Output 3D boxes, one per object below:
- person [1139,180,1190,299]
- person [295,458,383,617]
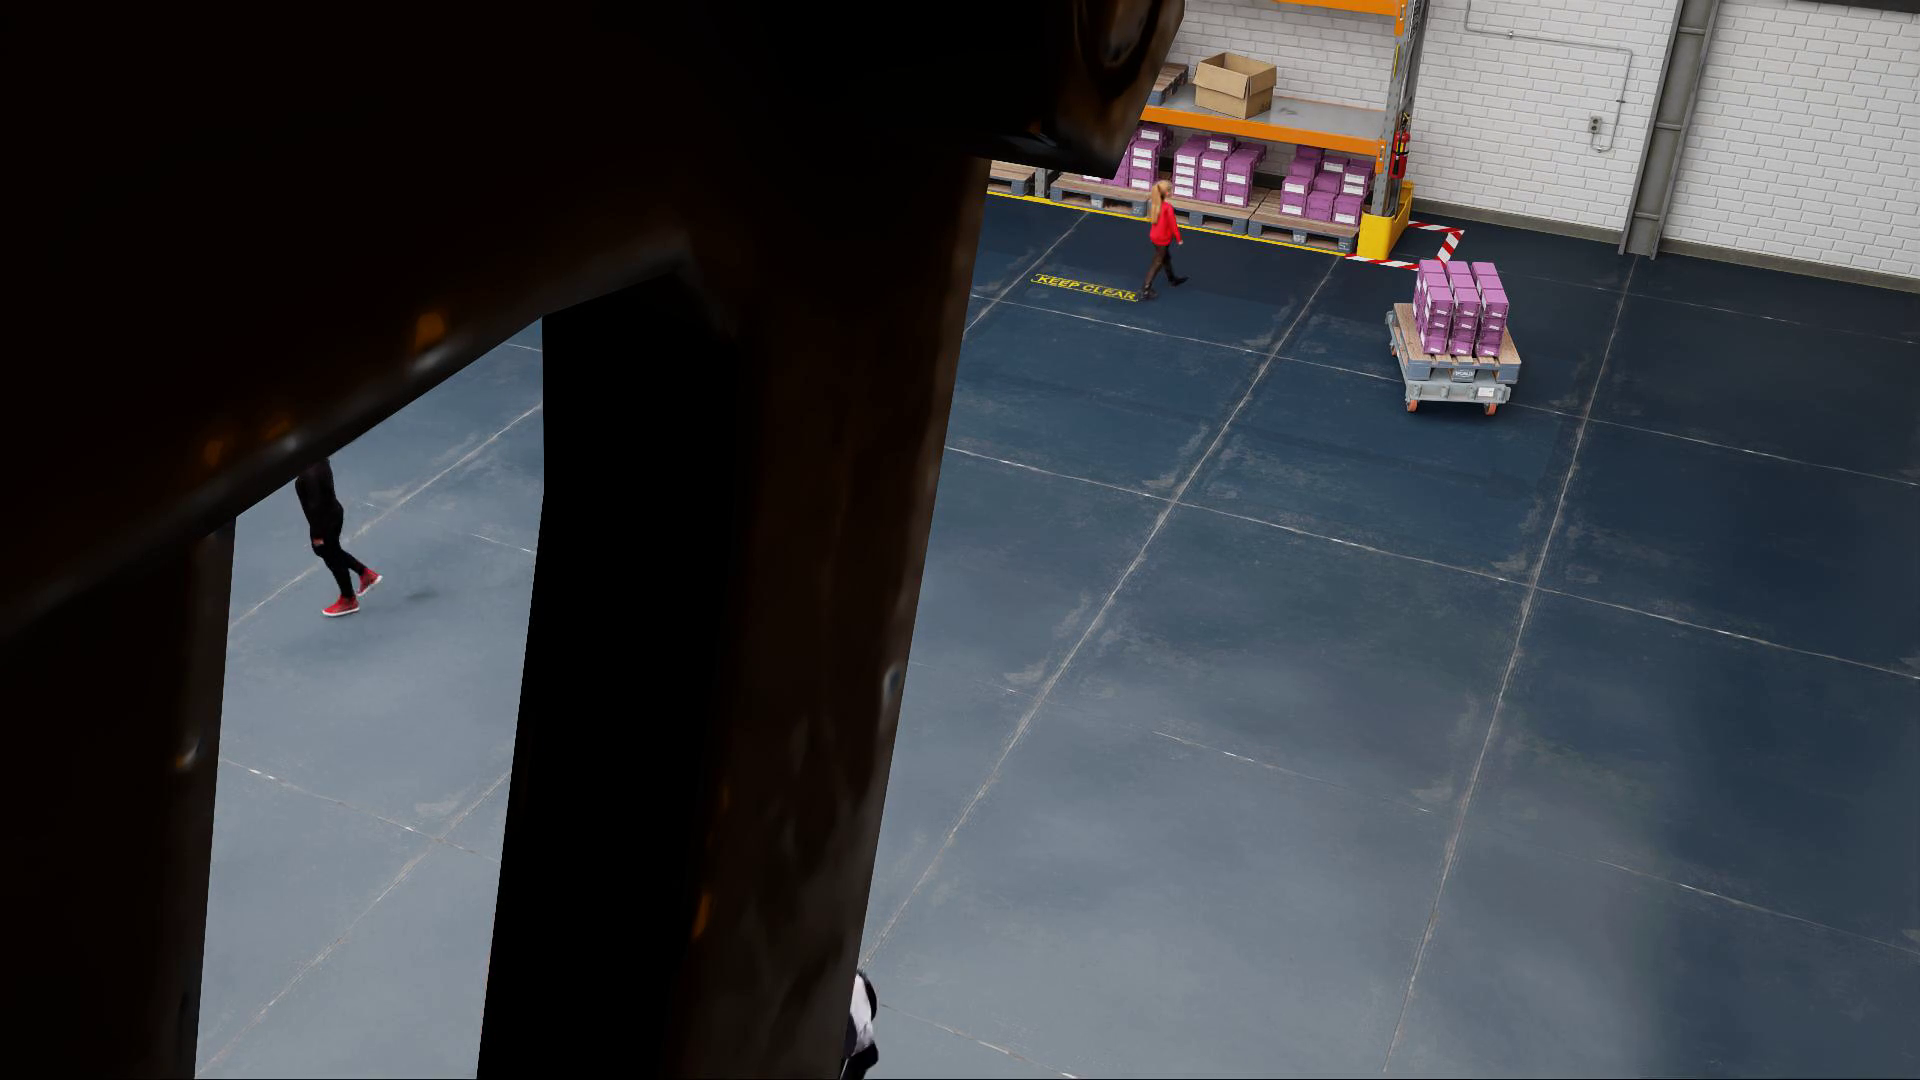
[{"bbox_3d":[2.062,-3.105,17.302,0.891,1.257,0.832,-12,35,-17],"label":"person"},{"bbox_3d":[-4.691,-0.161,12.507,0.849,1.662,0.787,-10,35,-15],"label":"person"}]
